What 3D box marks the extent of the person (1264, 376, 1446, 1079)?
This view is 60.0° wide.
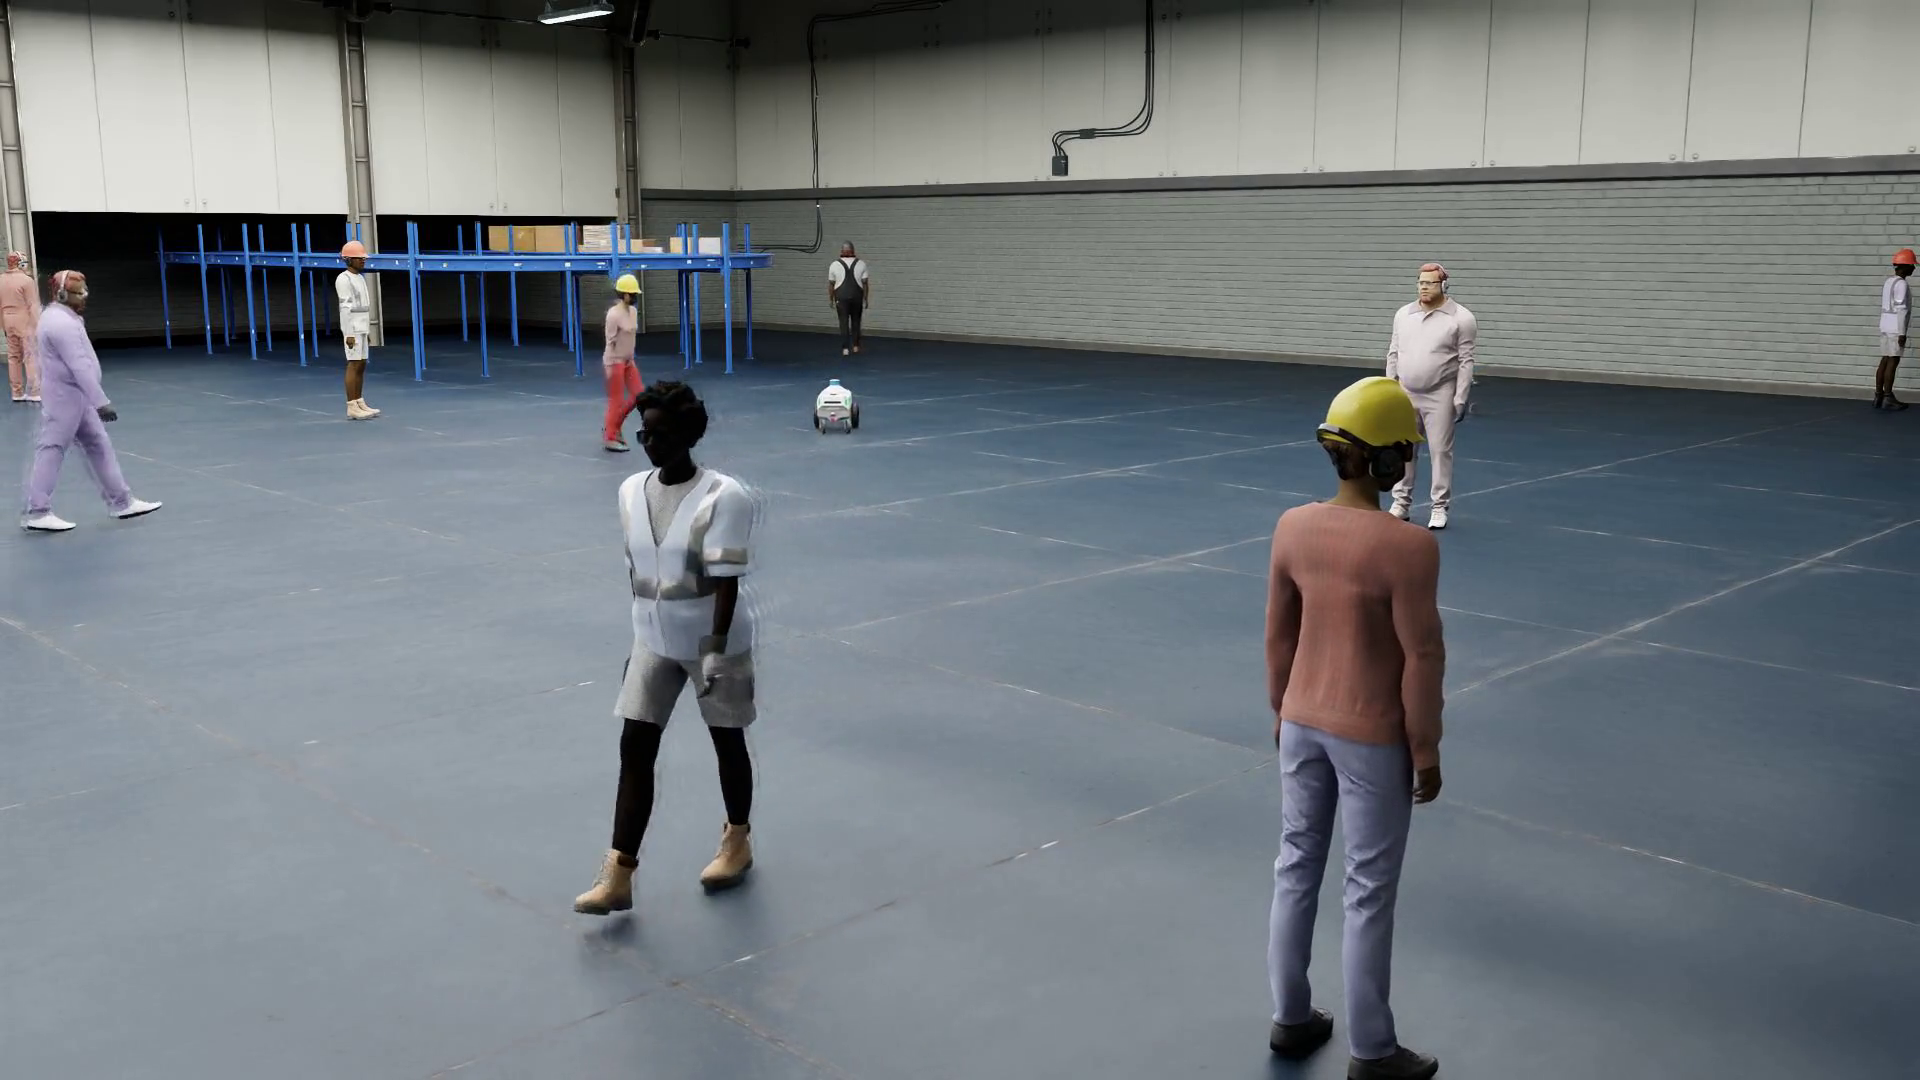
[{"bbox_3d":[0.989,0.477,4.177,0.325,1.769,0.524,-7,13,-35],"label":"person"}]

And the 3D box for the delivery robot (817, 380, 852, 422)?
[{"bbox_3d":[-1.368,-1.509,18.172,0.477,0.478,0.707,0,10,0],"label":"delivery robot"}]

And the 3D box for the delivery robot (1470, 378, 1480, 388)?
[{"bbox_3d":[5.827,-1.935,19.786,0.698,0.223,0.335,-2,11,-11],"label":"delivery robot"}]

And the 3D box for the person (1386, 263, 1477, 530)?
[{"bbox_3d":[3.378,-1.042,12.074,0.636,1.911,0.406,8,13,37],"label":"person"}]

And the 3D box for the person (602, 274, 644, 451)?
[{"bbox_3d":[-3.304,-1.735,16.327,0.479,1.732,0.538,4,11,19],"label":"person"}]

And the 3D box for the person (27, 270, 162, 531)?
[{"bbox_3d":[-6.312,-1.004,12.007,0.988,1.851,0.656,-5,12,-28],"label":"person"}]

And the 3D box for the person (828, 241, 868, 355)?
[{"bbox_3d":[-2.014,-4.340,29.807,0.703,2.000,0.901,-2,11,-9],"label":"person"}]

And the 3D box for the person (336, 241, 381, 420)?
[{"bbox_3d":[-6.972,-2.433,19.287,0.379,2.041,0.616,0,10,-2],"label":"person"}]

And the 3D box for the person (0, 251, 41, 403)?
[{"bbox_3d":[-11.916,-2.711,21.174,0.636,1.911,0.404,4,11,19],"label":"person"}]

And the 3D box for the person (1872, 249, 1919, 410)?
[{"bbox_3d":[11.476,-2.578,20.368,0.357,1.937,0.551,2,11,10],"label":"person"}]

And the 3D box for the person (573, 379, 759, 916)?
[{"bbox_3d":[-0.909,0.344,5.167,0.541,1.660,0.816,5,11,25],"label":"person"}]
